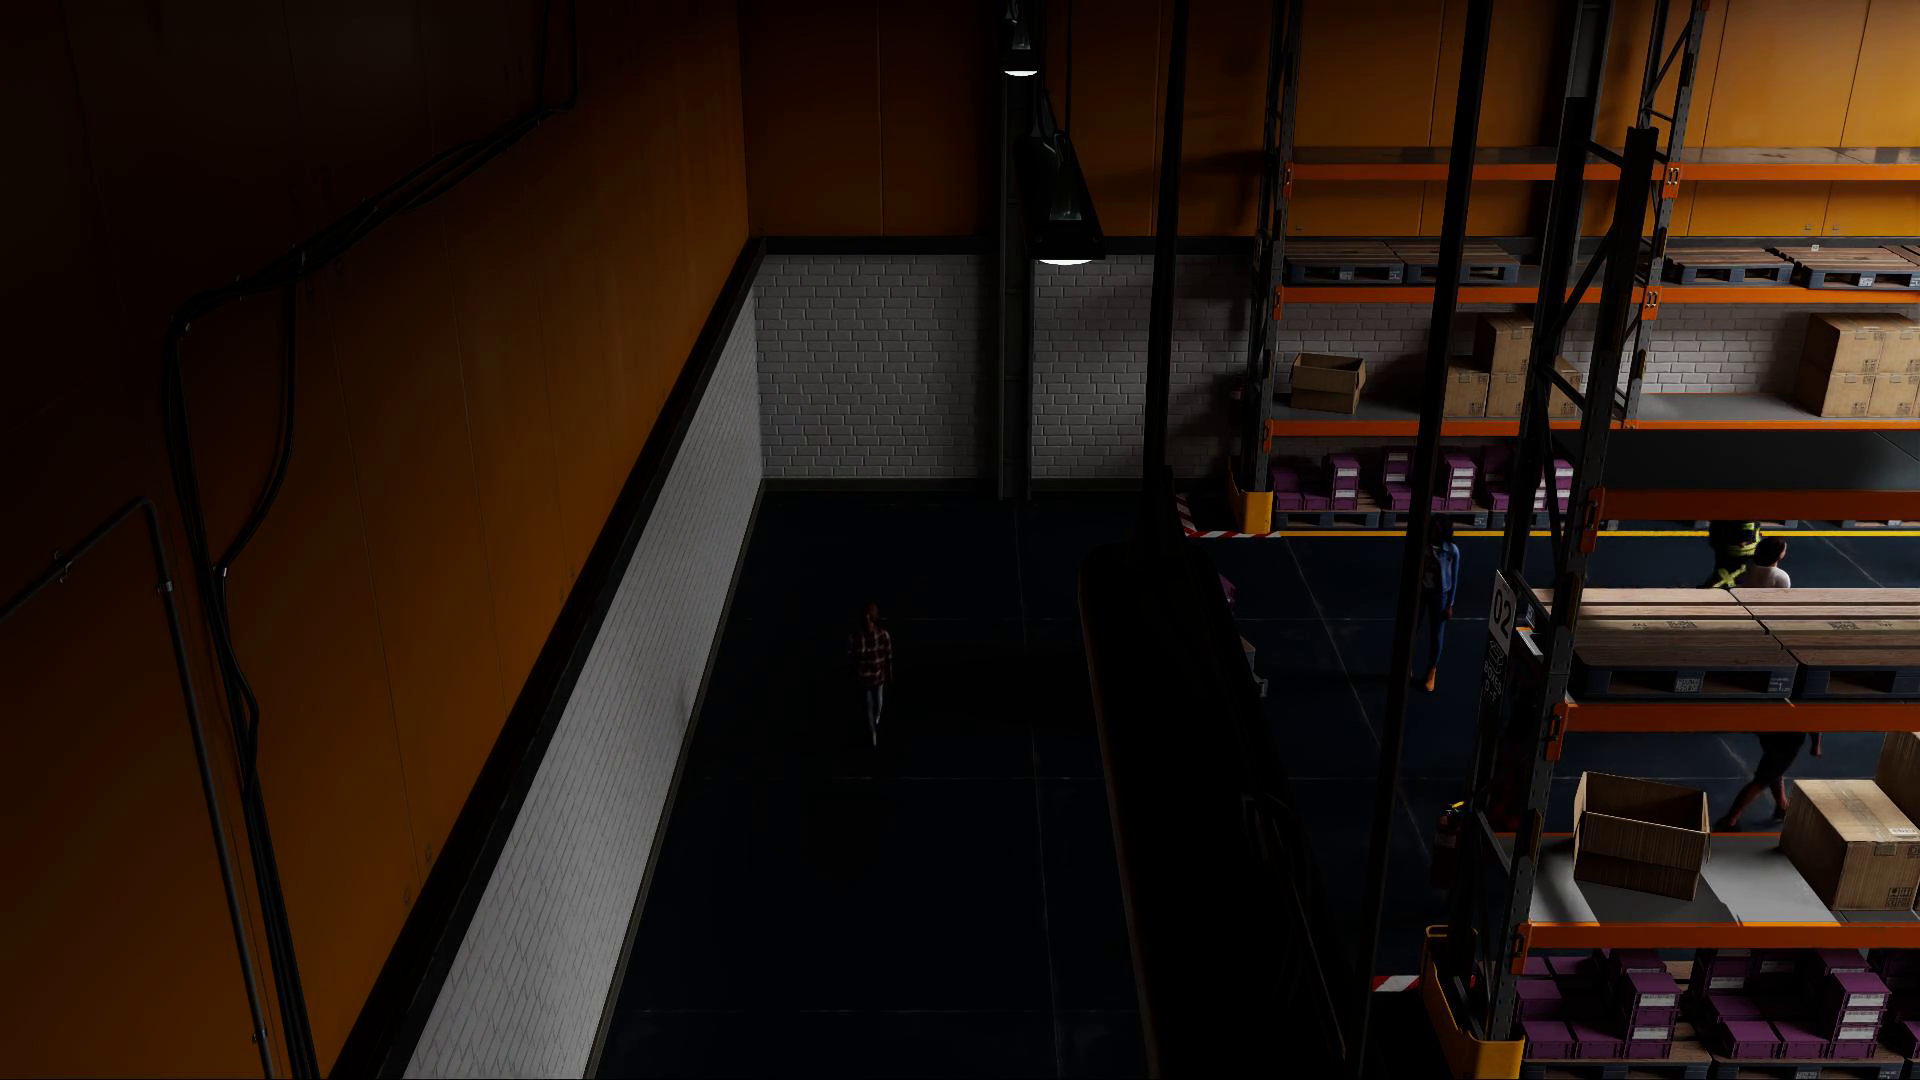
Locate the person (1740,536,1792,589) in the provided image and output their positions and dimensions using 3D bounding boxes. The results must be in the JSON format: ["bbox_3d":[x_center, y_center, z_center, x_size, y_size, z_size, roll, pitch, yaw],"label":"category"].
[{"bbox_3d":[6.900,0.793,14.419,0.695,1.794,0.689,-14,27,-29],"label":"person"}]

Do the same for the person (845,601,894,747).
[{"bbox_3d":[-0.759,1.161,14.212,0.754,1.288,0.690,-4,24,-10],"label":"person"}]

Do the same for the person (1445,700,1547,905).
[{"bbox_3d":[3.878,1.944,11.962,1.173,1.654,0.807,-5,24,-12],"label":"person"}]

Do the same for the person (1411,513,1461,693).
[{"bbox_3d":[4.263,0.538,15.106,0.622,1.712,0.738,13,27,27],"label":"person"}]
